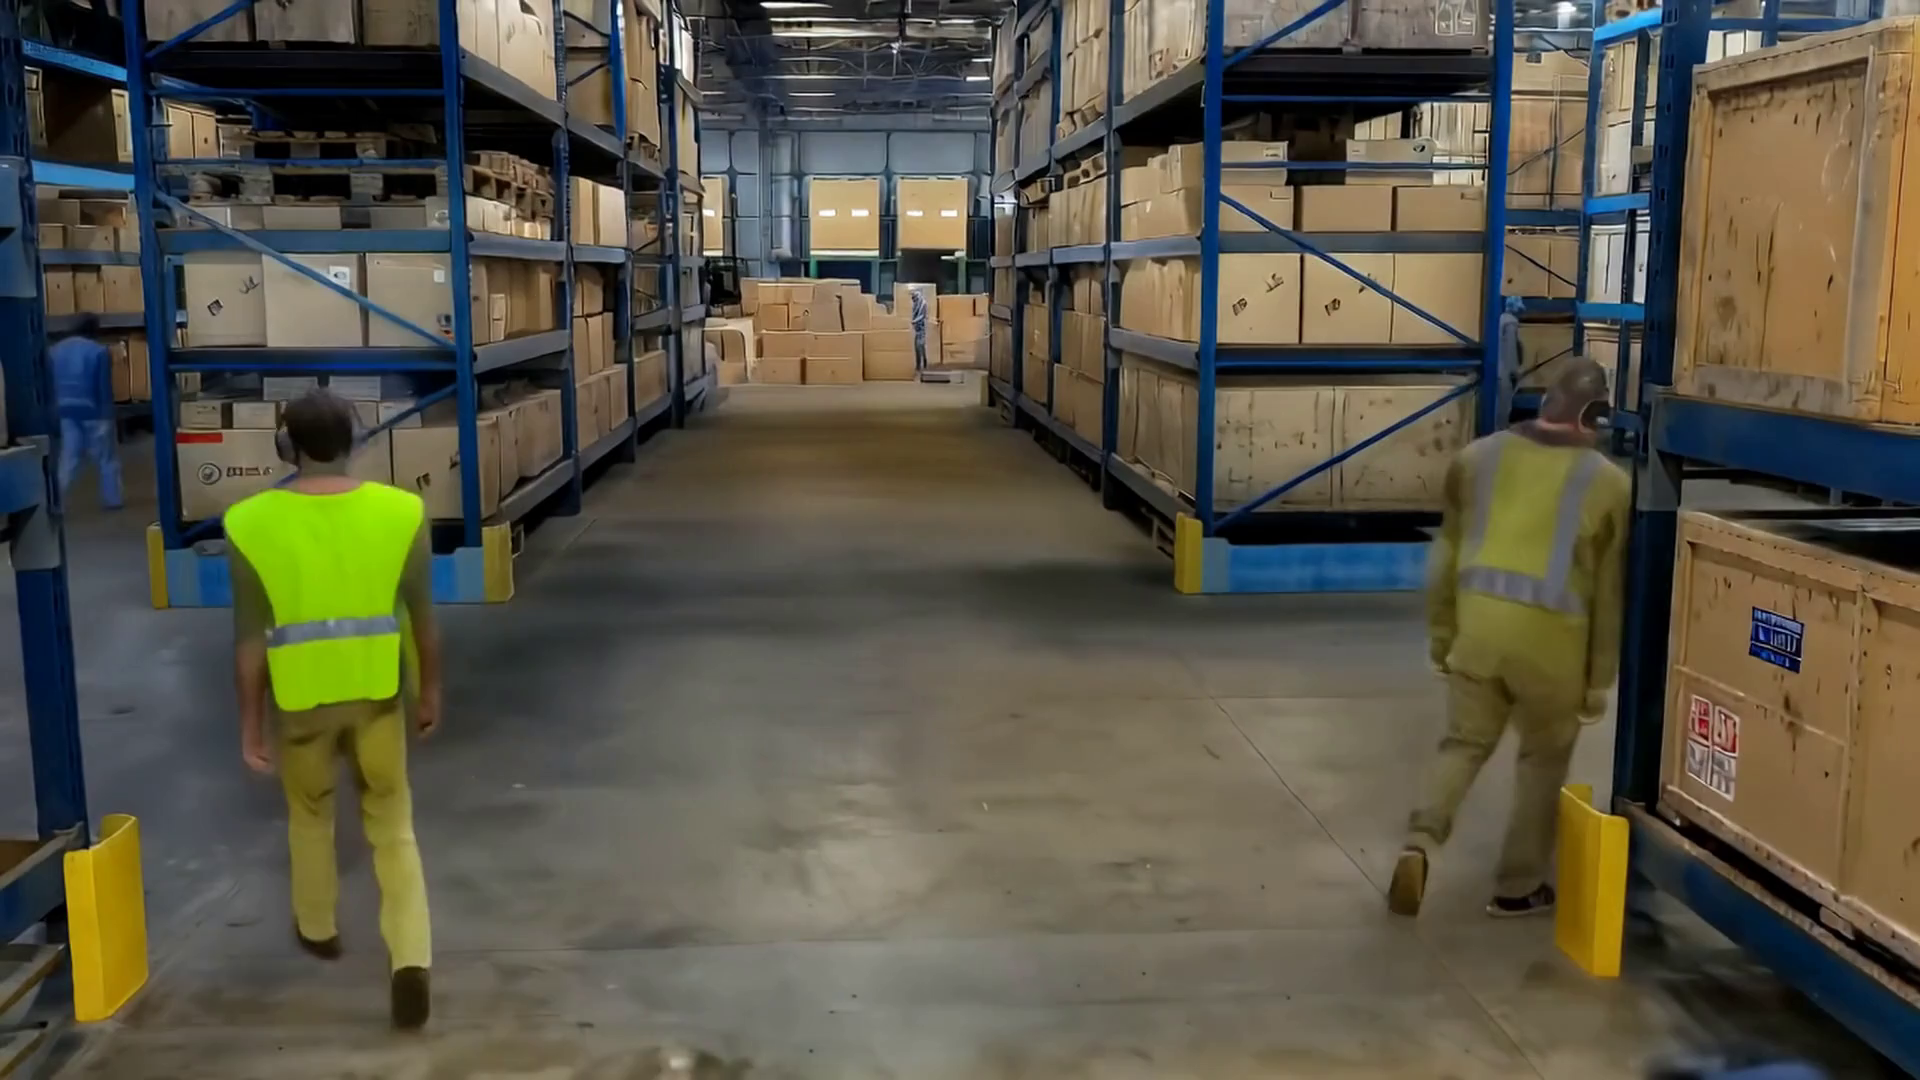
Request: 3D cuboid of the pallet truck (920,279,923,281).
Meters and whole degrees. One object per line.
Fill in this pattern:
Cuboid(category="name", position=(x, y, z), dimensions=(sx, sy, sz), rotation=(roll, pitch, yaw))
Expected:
Cuboid(category="pallet truck", position=(-0.932, -8.922, 63.114), dimensions=(1.885, 1.965, 0.823), rotation=(2, 9, 13))

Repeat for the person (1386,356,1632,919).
Cuboid(category="person", position=(1.756, 0.354, 5.294), dimensions=(0.733, 1.867, 0.699), rotation=(-9, 12, -43))

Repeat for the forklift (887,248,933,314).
Cuboid(category="forklift", position=(-1.178, -6.445, 44.800), dimensions=(1.129, 2.768, 1.873), rotation=(-7, 11, -37))

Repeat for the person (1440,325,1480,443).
Cuboid(category="person", position=(4.534, -1.096, 14.934), dimensions=(0.319, 1.690, 0.530), rotation=(-6, 11, -35))

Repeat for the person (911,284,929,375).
Cuboid(category="person", position=(-0.883, -4.456, 35.283), dimensions=(0.366, 1.931, 0.542), rotation=(-6, 11, -31))

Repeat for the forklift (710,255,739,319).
Cuboid(category="forklift", position=(-8.368, -8.713, 59.038), dimensions=(1.129, 2.768, 1.873), rotation=(-1, 9, -4))

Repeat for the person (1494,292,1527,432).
Cuboid(category="person", position=(6.947, -2.177, 21.045), dimensions=(0.410, 1.909, 0.643), rotation=(0, 9, 1))

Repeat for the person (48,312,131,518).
Cuboid(category="person", position=(-7.669, -1.077, 14.488), dimensions=(0.629, 1.815, 0.764), rotation=(1, 9, 7))

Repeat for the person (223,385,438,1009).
Cuboid(category="person", position=(-1.807, 0.453, 4.860), dimensions=(0.588, 1.806, 0.914), rotation=(-5, 10, -27))
